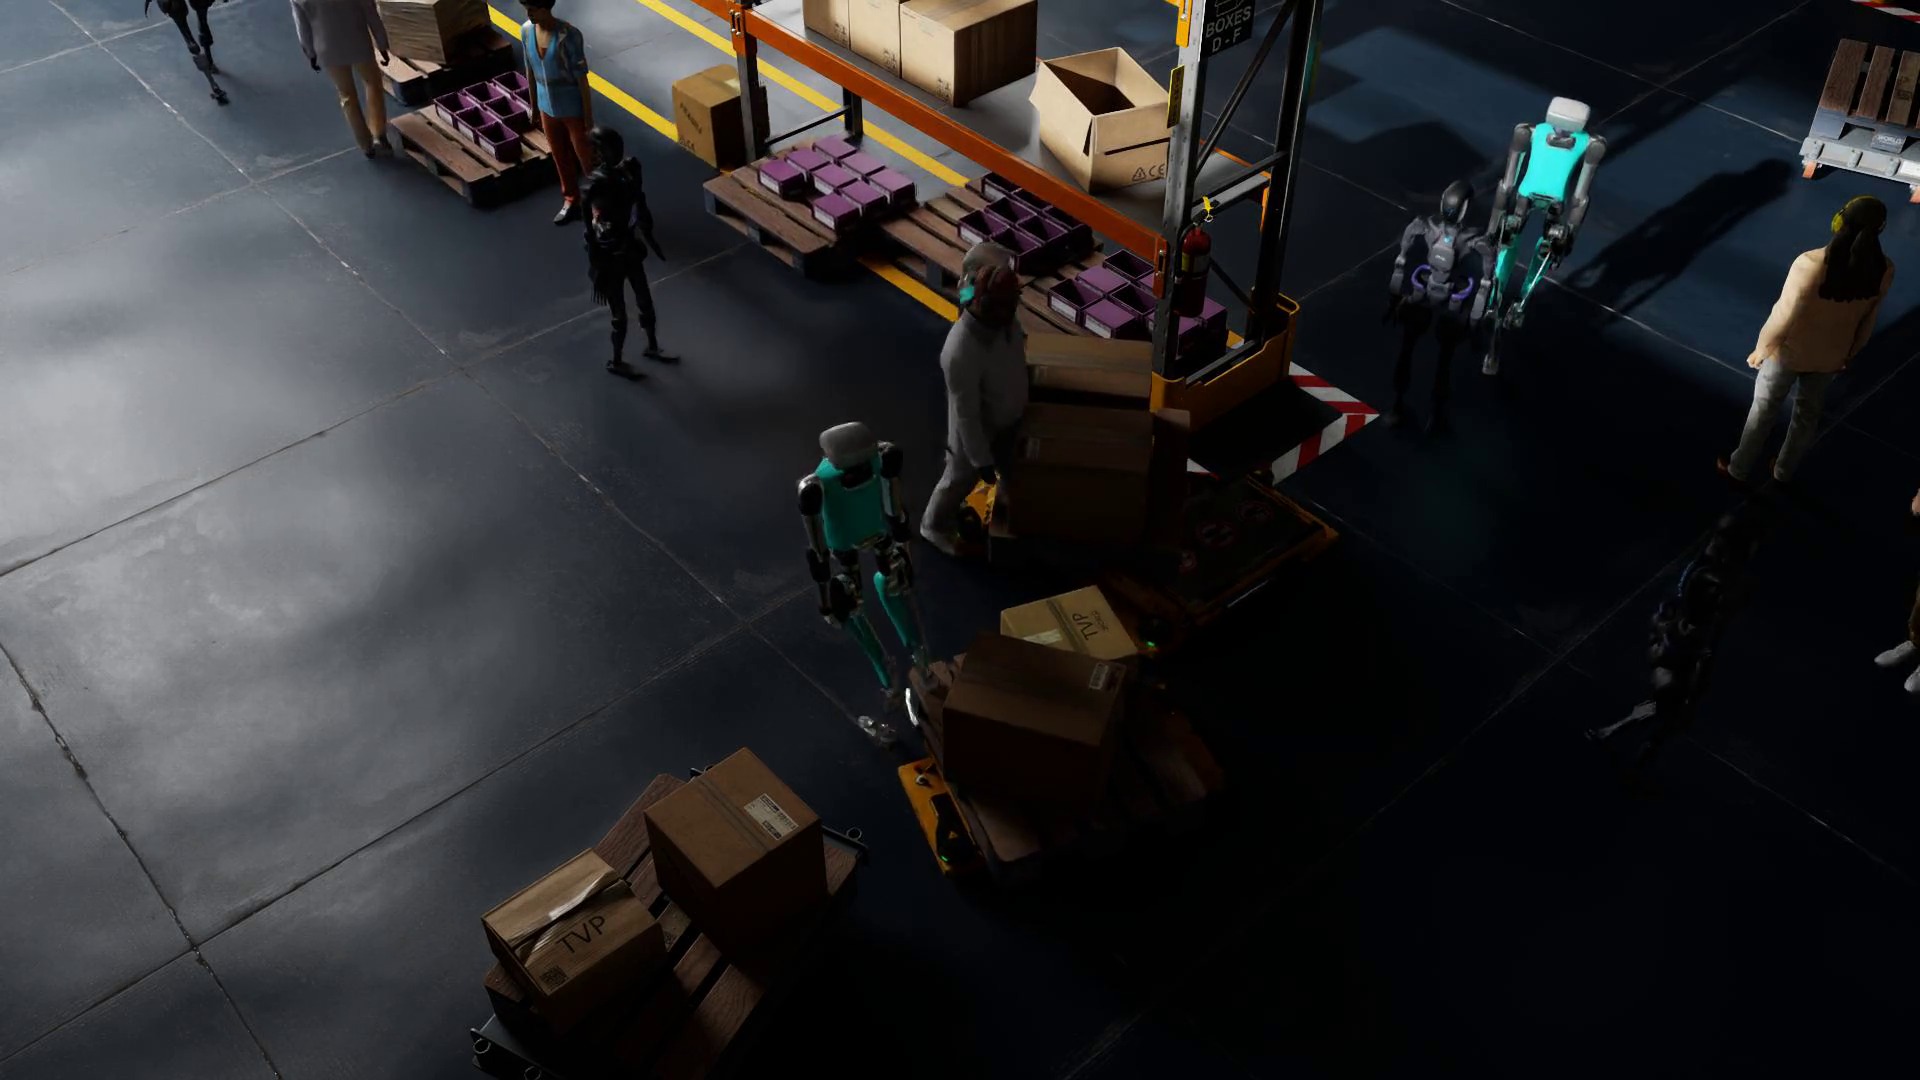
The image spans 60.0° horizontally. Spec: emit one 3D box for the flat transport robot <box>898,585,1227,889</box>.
[{"bbox_3d":[0.483,1.101,7.897,1.431,0.231,0.659,-15,45,-15],"label":"flat transport robot"}]

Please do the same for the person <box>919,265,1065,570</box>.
[{"bbox_3d":[0.156,-0.593,8.581,0.894,1.871,0.661,21,47,21],"label":"person"}]

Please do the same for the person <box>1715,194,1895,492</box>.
[{"bbox_3d":[4.601,-1.019,9.018,0.564,1.876,0.404,2,43,2],"label":"person"}]

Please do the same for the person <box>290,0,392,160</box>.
[{"bbox_3d":[-4.380,-3.524,11.836,0.585,1.737,0.384,-12,44,-13],"label":"person"}]

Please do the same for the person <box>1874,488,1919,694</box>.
[{"bbox_3d":[4.816,-0.068,7.969,0.521,1.894,0.568,-10,43,-10],"label":"person"}]

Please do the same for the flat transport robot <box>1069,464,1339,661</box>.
[{"bbox_3d":[1.335,0.091,8.995,1.431,0.231,0.659,-30,50,-28],"label":"flat transport robot"}]

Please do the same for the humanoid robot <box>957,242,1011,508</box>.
[{"bbox_3d":[0.374,-0.731,8.828,0.925,1.769,0.544,9,43,9],"label":"humanoid robot"}]

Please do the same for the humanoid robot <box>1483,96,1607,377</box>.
[{"bbox_3d":[3.389,-1.727,9.882,0.538,1.731,1.012,12,44,13],"label":"humanoid robot"}]

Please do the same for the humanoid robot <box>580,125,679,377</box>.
[{"bbox_3d":[-1.999,-1.704,9.908,0.383,1.652,0.585,20,46,20],"label":"humanoid robot"}]

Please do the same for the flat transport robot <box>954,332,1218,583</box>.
[{"bbox_3d":[0.722,-0.141,9.248,1.431,0.231,0.659,6,43,6],"label":"flat transport robot"}]

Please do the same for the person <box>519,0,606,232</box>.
[{"bbox_3d":[-2.676,-2.904,11.155,0.502,1.758,0.339,16,45,16],"label":"person"}]

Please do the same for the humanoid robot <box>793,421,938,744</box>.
[{"bbox_3d":[-0.347,0.302,7.668,0.538,1.756,0.748,-26,49,-26],"label":"humanoid robot"}]

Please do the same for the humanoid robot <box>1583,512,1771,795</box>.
[{"bbox_3d":[3.211,0.514,7.491,0.442,1.645,0.587,9,43,10],"label":"humanoid robot"}]

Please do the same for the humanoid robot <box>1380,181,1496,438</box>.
[{"bbox_3d":[2.727,-1.317,9.489,0.600,1.650,0.344,20,46,21],"label":"humanoid robot"}]

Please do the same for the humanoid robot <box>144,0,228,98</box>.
[{"bbox_3d":[-5.942,-4.220,12.694,0.613,1.644,0.783,-28,49,-27],"label":"humanoid robot"}]
